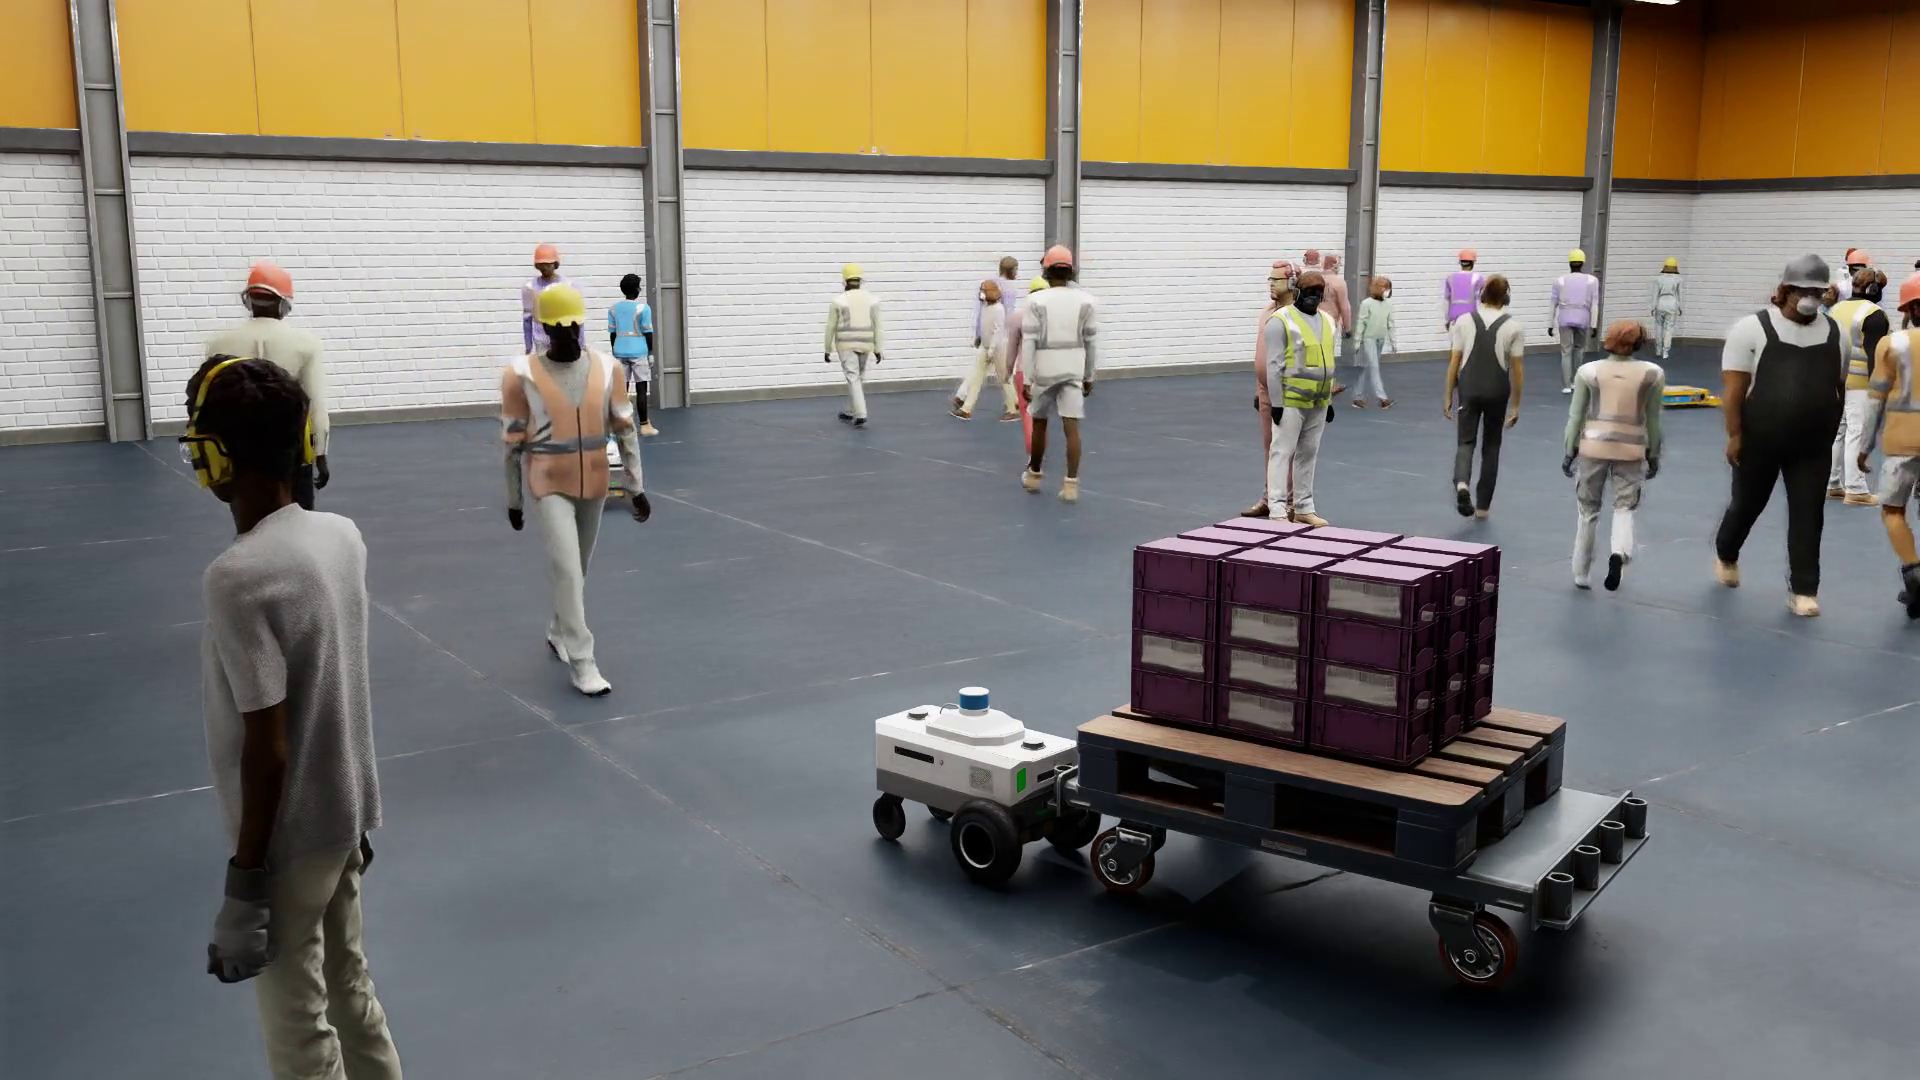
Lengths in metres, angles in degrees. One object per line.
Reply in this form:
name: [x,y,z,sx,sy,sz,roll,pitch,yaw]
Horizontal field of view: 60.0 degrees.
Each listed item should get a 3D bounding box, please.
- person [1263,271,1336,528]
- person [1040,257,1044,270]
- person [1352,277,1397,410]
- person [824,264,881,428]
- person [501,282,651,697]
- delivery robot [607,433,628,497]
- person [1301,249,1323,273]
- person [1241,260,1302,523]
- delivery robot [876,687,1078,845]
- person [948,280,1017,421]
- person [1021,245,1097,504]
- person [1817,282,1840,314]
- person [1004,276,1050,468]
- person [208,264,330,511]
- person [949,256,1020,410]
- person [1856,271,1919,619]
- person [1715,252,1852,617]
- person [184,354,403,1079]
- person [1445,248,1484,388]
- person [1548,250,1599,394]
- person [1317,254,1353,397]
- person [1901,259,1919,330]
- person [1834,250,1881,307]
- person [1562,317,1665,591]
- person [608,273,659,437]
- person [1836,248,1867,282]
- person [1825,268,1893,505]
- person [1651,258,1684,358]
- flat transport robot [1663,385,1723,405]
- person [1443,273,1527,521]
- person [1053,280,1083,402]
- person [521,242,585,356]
person: [2.428,-0.976,11.781,0.621,1.840,0.430,-7,12,-33]
person: [1.243,-2.710,21.277,0.466,1.838,0.569,-1,10,-8]
person: [5.036,-2.350,19.967,0.515,1.583,0.858,-6,12,-31]
person: [-1.183,-2.135,18.288,0.611,1.786,0.923,-6,12,-29]
person: [-1.841,-0.266,7.812,0.594,1.879,0.984,-8,13,-36]
delivery robot: [-2.750,-0.593,12.943,0.477,0.478,0.707,-3,11,-16]
person: [5.000,-3.204,23.807,0.641,1.908,0.409,-2,11,-13]
person: [2.343,-1.073,12.123,0.401,1.910,0.640,-4,11,-23]
delivery robot: [0.046,0.741,5.627,0.707,0.478,0.477,9,14,41]
person: [0.279,-2.104,18.629,0.852,1.591,0.510,-6,12,-29]
person: [0.760,-1.320,13.220,0.638,1.995,0.982,-2,11,-12]
person: [9.046,-1.895,17.413,0.516,1.618,0.685,5,12,27]
person: [0.698,-1.534,15.124,0.529,1.732,0.844,-2,11,-12]
person: [-3.705,-0.506,8.954,0.655,1.921,1.067,-2,11,-11]
person: [0.347,-2.429,19.723,1.056,1.869,0.641,-4,11,-21]
person: [5.261,-0.506,9.062,0.565,1.903,0.715,1,10,8]
person: [4.641,-0.647,9.418,0.683,2.000,0.906,2,10,9]
person: [-1.265,0.585,3.150,0.310,1.865,0.532,0,10,2]
person: [7.058,-3.090,23.169,0.570,1.905,0.875,7,12,34]
person: [8.180,-2.917,22.245,0.612,1.893,0.871,3,11,14]
person: [4.709,-2.698,21.174,0.997,1.854,0.650,-6,12,-30]
person: [10.765,-2.208,18.538,0.451,1.840,0.518,-7,12,-33]
person: [10.590,-2.479,19.790,0.563,1.912,0.655,3,11,15]
person: [3.772,-0.479,9.629,0.550,1.618,0.558,4,11,20]
person: [-3.419,-1.924,17.361,0.533,1.697,0.322,5,11,24]
person: [15.253,-4.055,28.544,0.576,1.880,0.355,-1,10,-6]
person: [7.016,-1.197,12.993,0.428,1.839,0.621,-1,10,-6]
person: [12.277,-4.024,28.837,0.498,1.711,0.799,6,12,28]
flat transport robot: [8.544,-1.758,20.364,1.431,0.197,0.652,-4,11,-21]
person: [3.787,-1.020,12.068,0.553,1.821,0.602,5,11,24]
person: [1.301,-2.607,20.785,0.406,1.824,0.590,-5,12,-26]
person: [-4.204,-2.068,17.268,0.647,2.016,0.642,0,10,-1]
